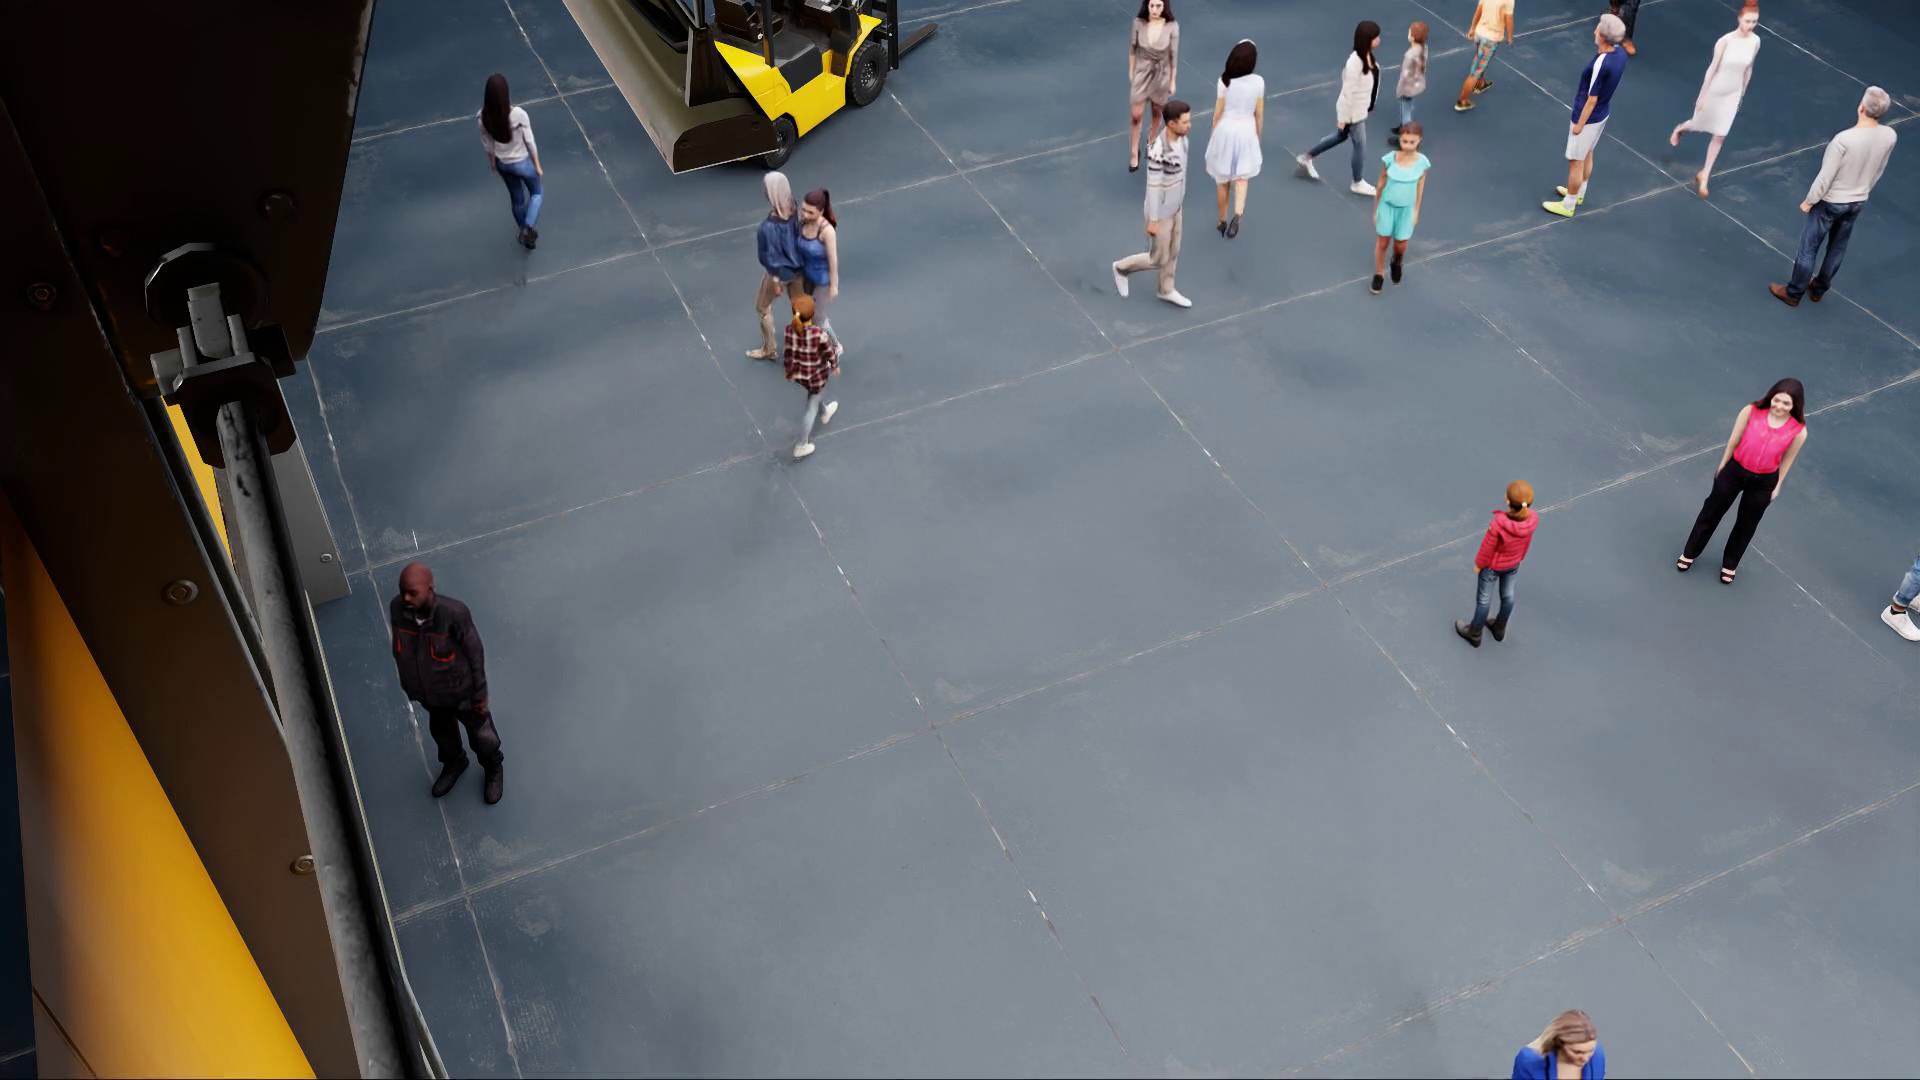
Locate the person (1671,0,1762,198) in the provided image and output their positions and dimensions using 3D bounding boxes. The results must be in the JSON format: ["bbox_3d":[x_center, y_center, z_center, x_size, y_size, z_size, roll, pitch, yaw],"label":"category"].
[{"bbox_3d":[6.726,-3.977,14.810,0.828,1.772,1.101,-2,44,-3],"label":"person"}]

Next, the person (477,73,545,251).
[{"bbox_3d":[-3.767,-3.117,14.016,0.798,1.622,0.864,6,44,6],"label":"person"}]

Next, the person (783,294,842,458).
[{"bbox_3d":[-1.130,-1.189,12.244,0.928,1.275,0.930,20,47,20],"label":"person"}]

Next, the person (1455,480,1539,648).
[{"bbox_3d":[3.527,0.155,10.805,0.524,1.314,0.508,-12,45,-13],"label":"person"}]

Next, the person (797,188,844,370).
[{"bbox_3d":[-1.041,-2.040,12.902,0.698,1.599,0.537,-22,48,-21],"label":"person"}]

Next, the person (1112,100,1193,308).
[{"bbox_3d":[1.577,-2.712,13.429,1.061,1.844,0.963,23,48,22],"label":"person"}]

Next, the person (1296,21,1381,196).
[{"bbox_3d":[3.427,-3.857,14.802,1.126,1.610,1.028,17,46,17],"label":"person"}]

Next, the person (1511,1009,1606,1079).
[{"bbox_3d":[2.661,2.671,7.907,0.870,1.668,1.222,-4,44,-4],"label":"person"}]

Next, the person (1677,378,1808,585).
[{"bbox_3d":[5.276,-0.405,11.141,0.637,1.660,0.724,20,47,20],"label":"person"}]

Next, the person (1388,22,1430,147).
[{"bbox_3d":[4.257,-4.230,15.506,0.600,1.179,0.582,30,51,28],"label":"person"}]

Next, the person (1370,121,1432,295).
[{"bbox_3d":[3.605,-2.779,13.714,0.696,1.549,0.756,13,45,13],"label":"person"}]

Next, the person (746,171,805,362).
[{"bbox_3d":[-1.269,-2.064,12.867,0.913,1.682,0.846,17,46,17],"label":"person"}]

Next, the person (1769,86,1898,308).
[{"bbox_3d":[7.097,-2.748,13.419,0.787,1.911,0.712,-8,44,-8],"label":"person"}]

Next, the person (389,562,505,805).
[{"bbox_3d":[-3.011,0.803,9.754,0.797,1.825,0.805,5,44,5],"label":"person"}]

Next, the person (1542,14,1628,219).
[{"bbox_3d":[5.479,-3.690,14.464,0.703,1.835,0.714,28,50,26],"label":"person"}]

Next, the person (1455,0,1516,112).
[{"bbox_3d":[4.999,-4.778,15.894,0.680,1.437,0.825,-25,49,-24],"label":"person"}]

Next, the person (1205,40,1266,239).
[{"bbox_3d":[2.331,-3.297,14.077,0.878,1.798,1.013,1,44,1],"label":"person"}]

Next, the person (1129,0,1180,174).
[{"bbox_3d":[1.758,-4.232,15.111,0.812,1.725,0.880,8,44,8],"label":"person"}]
